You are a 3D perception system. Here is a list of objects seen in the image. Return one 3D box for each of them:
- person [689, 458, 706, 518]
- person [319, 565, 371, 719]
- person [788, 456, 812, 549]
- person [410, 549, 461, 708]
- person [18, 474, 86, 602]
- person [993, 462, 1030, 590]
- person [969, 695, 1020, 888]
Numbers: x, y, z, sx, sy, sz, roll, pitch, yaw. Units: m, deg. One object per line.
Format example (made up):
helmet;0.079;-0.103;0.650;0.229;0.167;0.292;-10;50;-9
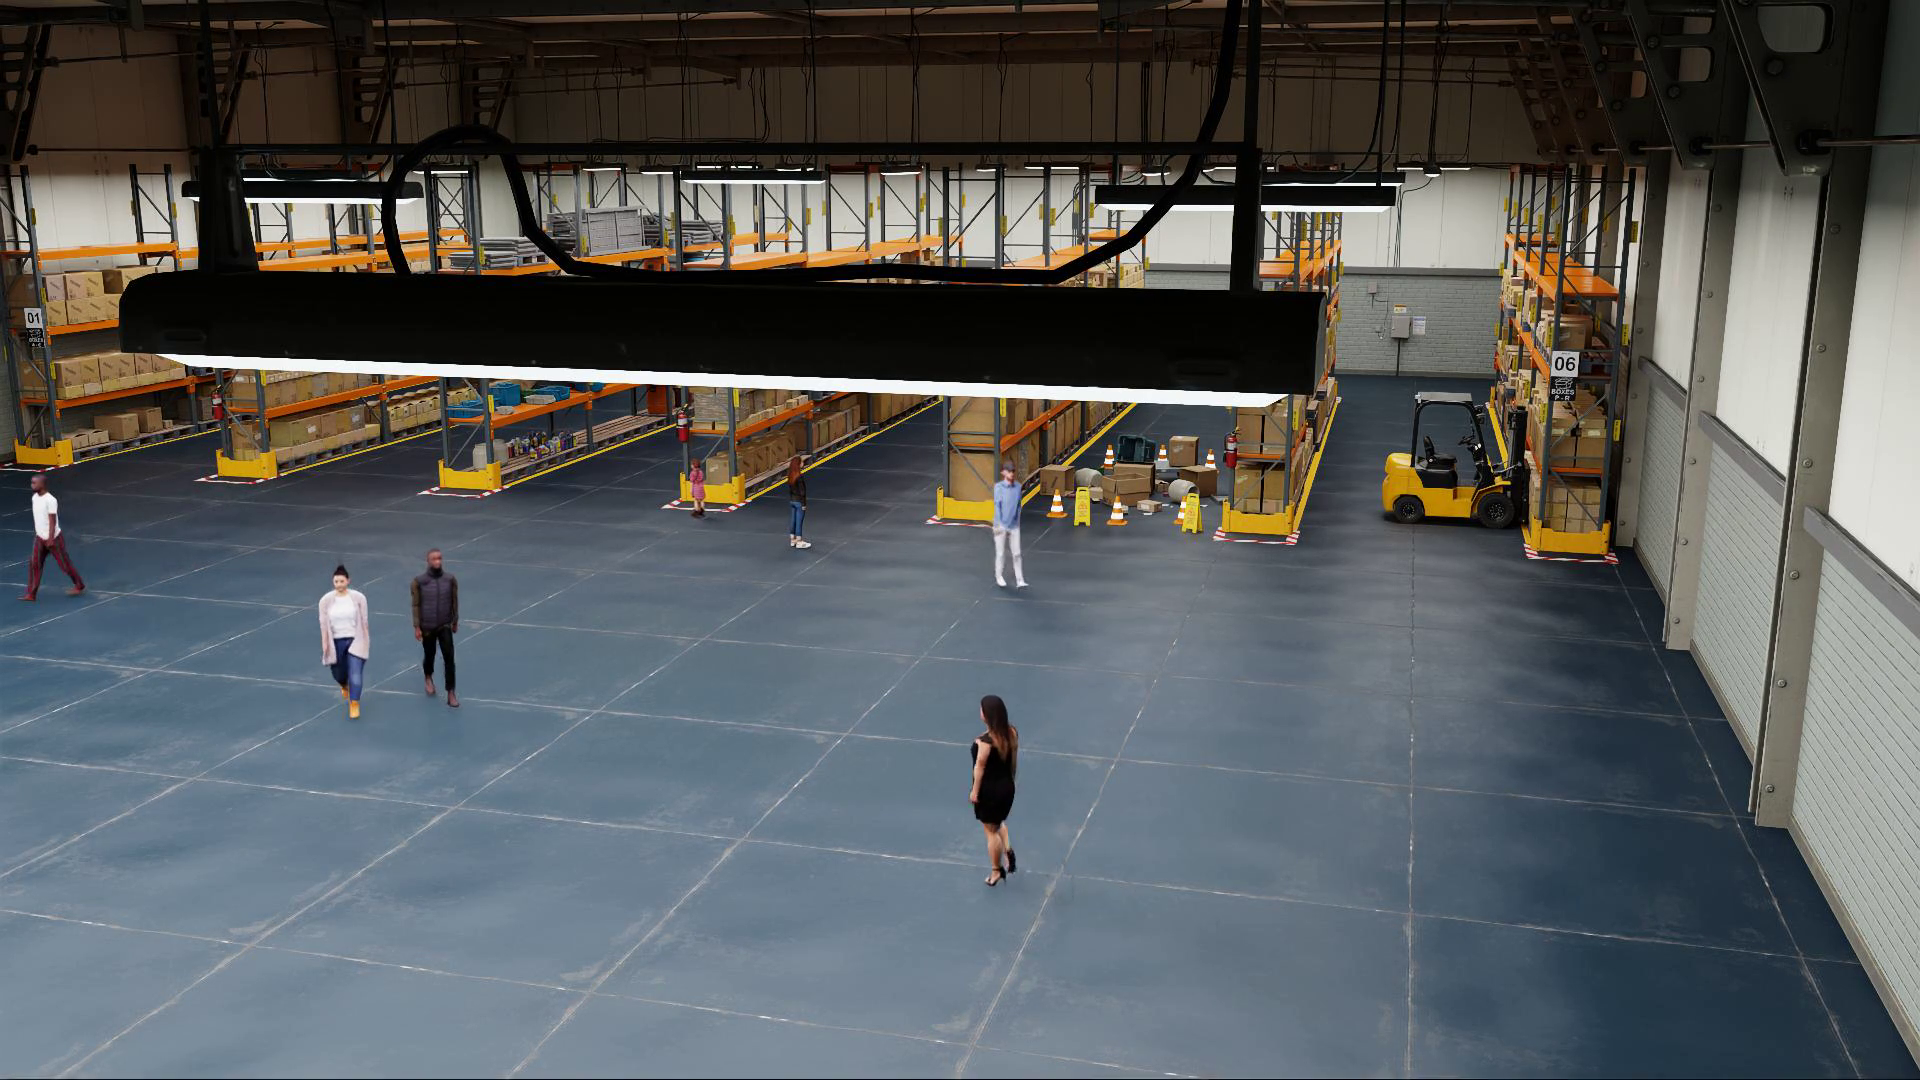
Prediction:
person;-4.613;-0.926;29.178;0.562;1.020;0.486;13;18;43
person;-6.917;1.121;18.776;0.946;1.726;1.074;-3;13;-14
person;-2.625;-0.628;26.864;0.677;1.483;0.632;-9;16;-34
person;-6.066;0.996;19.158;1.189;1.796;1.261;-7;15;-28
person;-12.838;-0.027;23.607;0.898;1.783;1.231;8;15;30
person;0.644;-0.213;24.257;1.027;1.851;1.167;-5;14;-20
person;0.367;2.180;14.249;0.791;1.704;0.671;8;15;32
